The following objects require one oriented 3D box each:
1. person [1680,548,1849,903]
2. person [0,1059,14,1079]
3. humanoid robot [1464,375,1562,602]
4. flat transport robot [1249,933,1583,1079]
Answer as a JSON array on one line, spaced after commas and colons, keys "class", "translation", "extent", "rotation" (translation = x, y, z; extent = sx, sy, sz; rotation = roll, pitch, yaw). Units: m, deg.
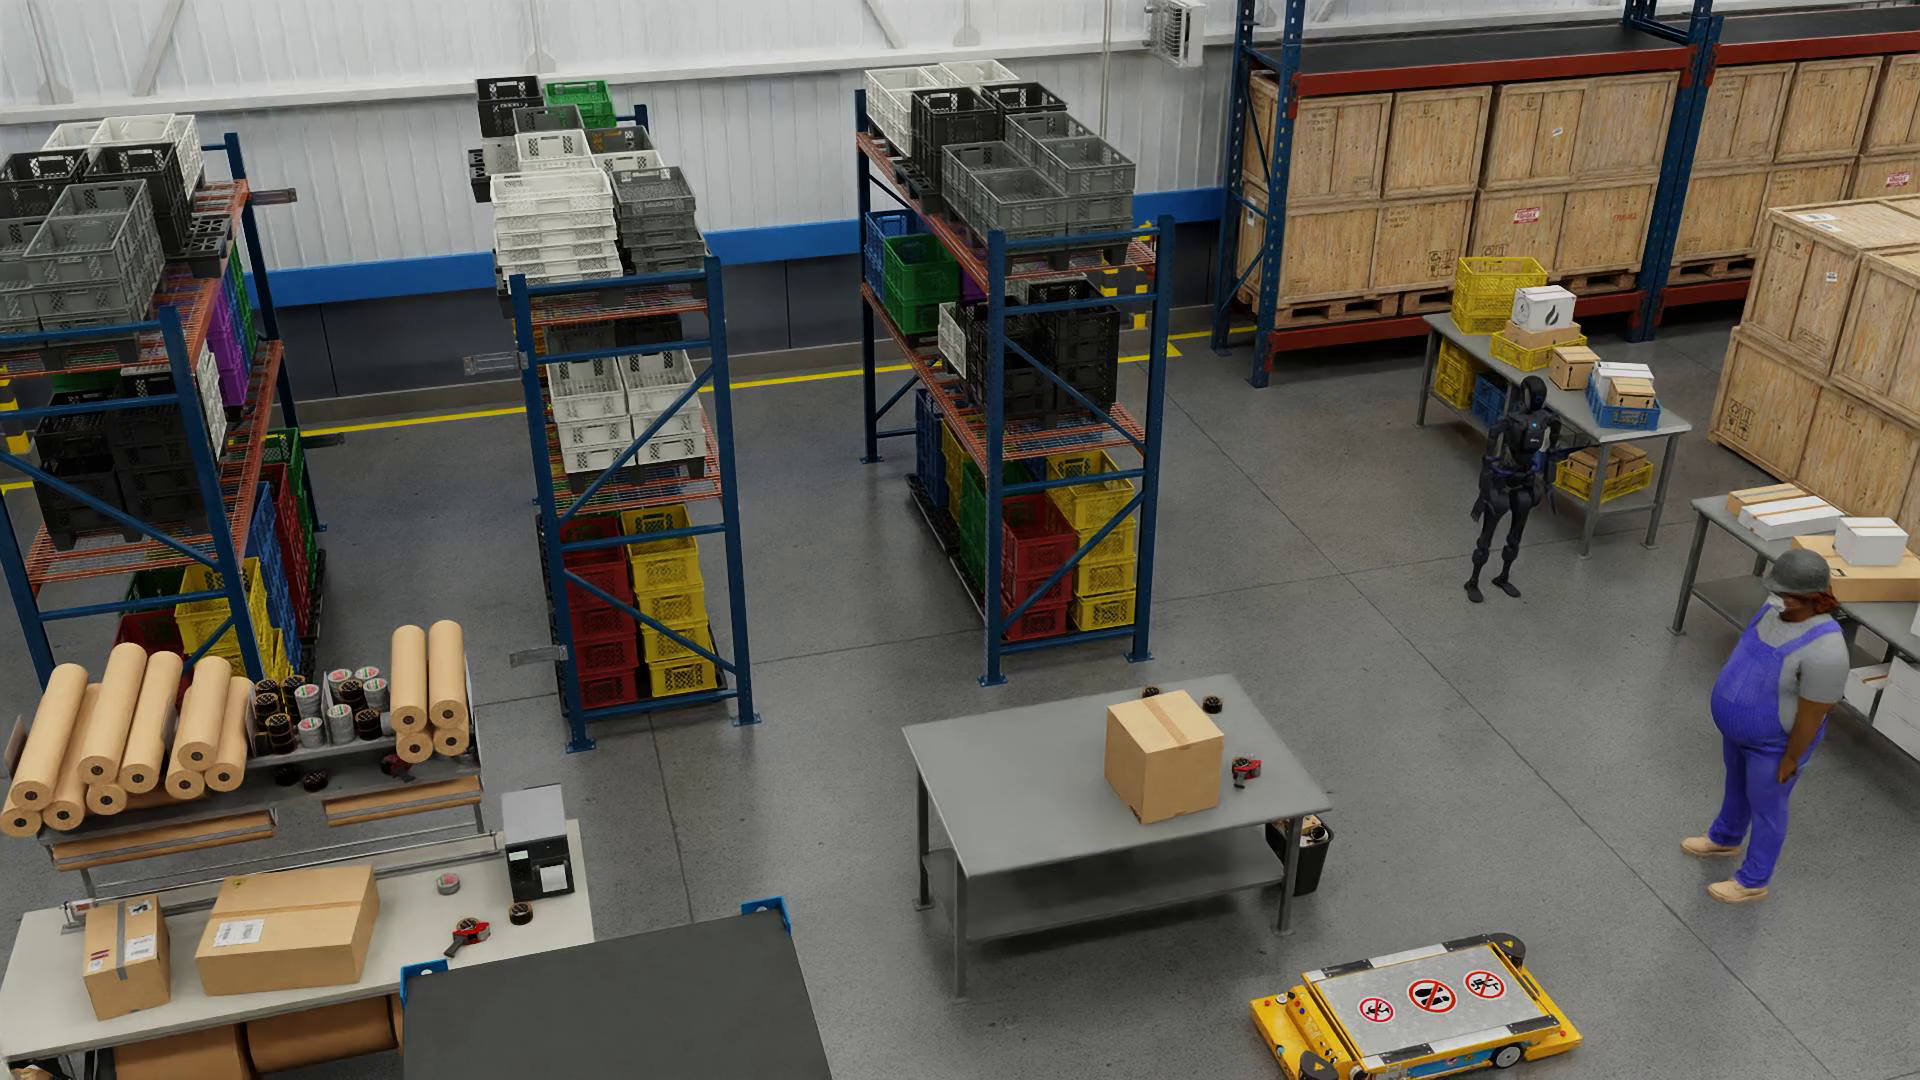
[{"class": "person", "translation": [4.155, 0.934, 8.624], "extent": [0.535, 2.000, 0.680], "rotation": [-1, 29, -1]}, {"class": "person", "translation": [-3.738, 2.426, 6.236], "extent": [0.630, 1.723, 0.541], "rotation": [15, 32, 26]}, {"class": "humanoid robot", "translation": [3.778, -0.349, 11.319], "extent": [0.591, 1.657, 0.326], "rotation": [-6, 29, -11]}, {"class": "flat transport robot", "translation": [2.184, 2.282, 7.980], "extent": [1.431, 0.197, 0.652], "rotation": [-8, 30, -14]}]
